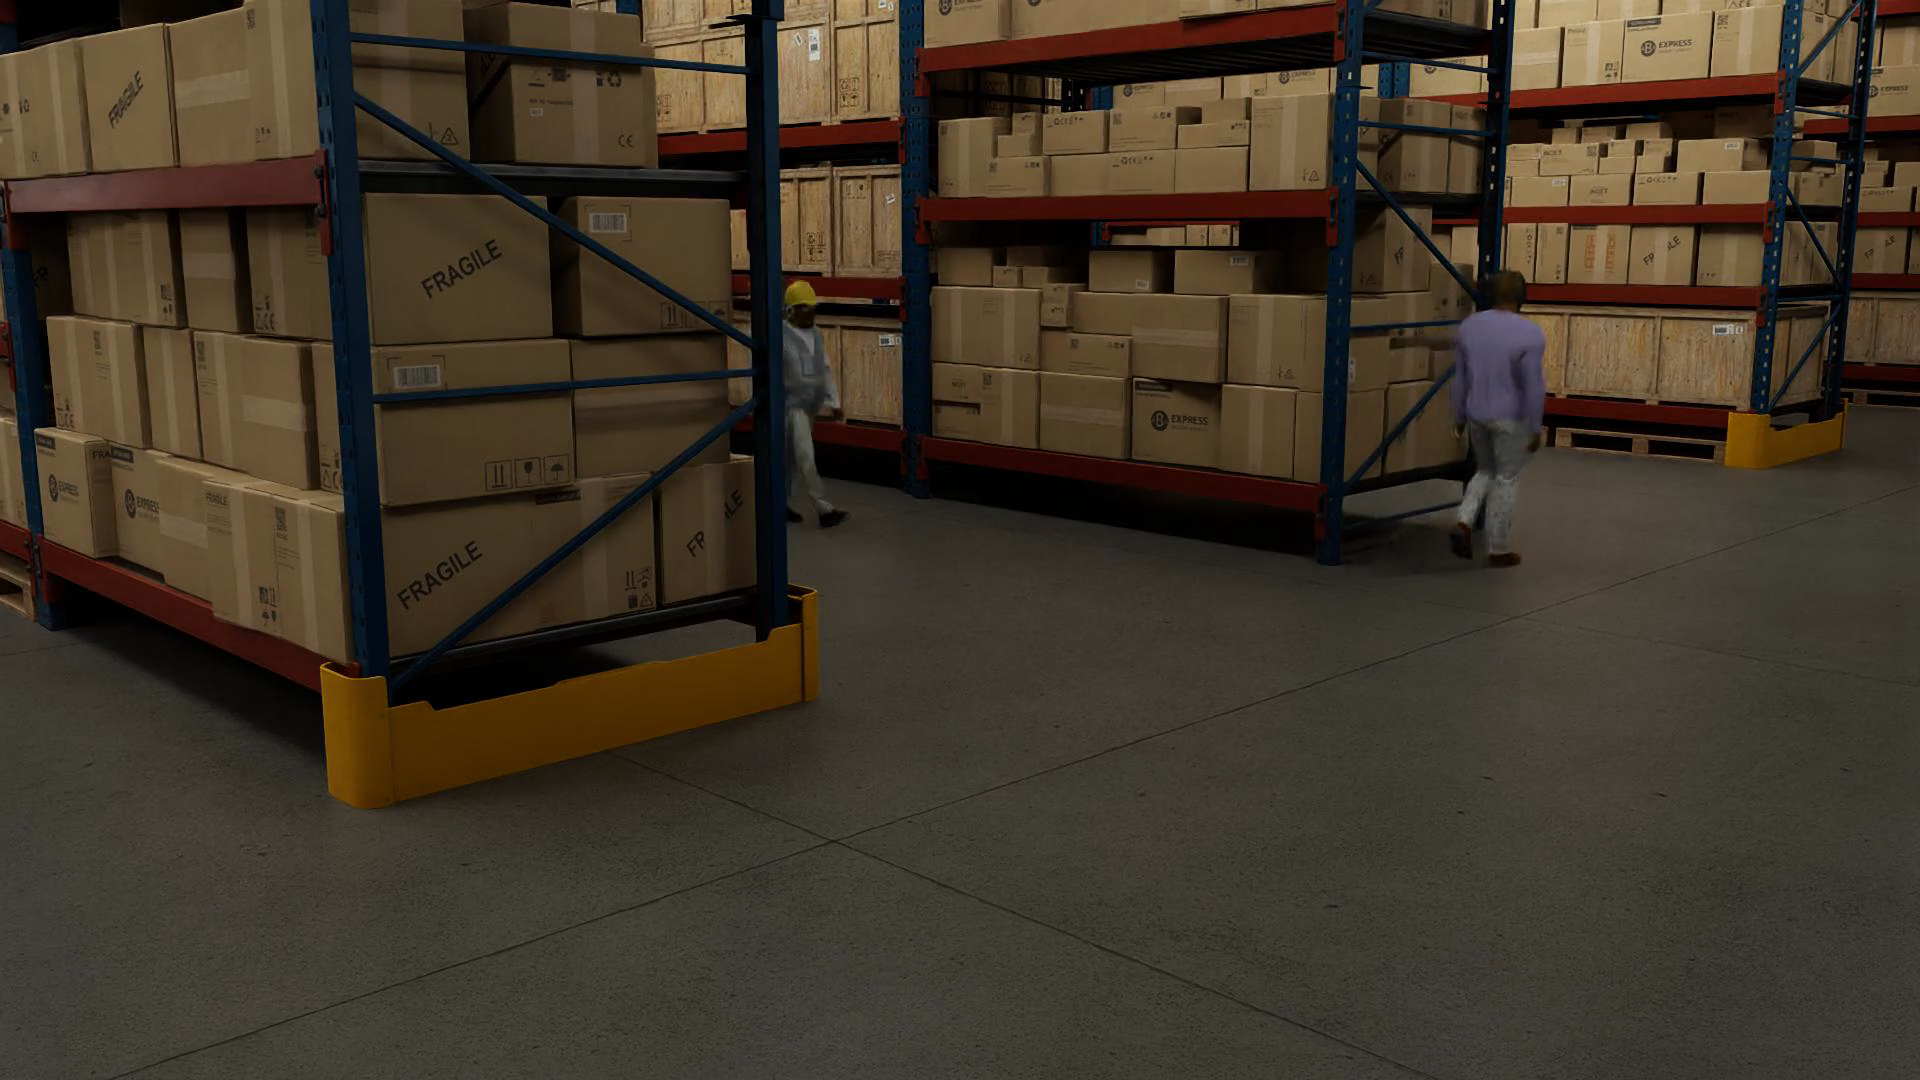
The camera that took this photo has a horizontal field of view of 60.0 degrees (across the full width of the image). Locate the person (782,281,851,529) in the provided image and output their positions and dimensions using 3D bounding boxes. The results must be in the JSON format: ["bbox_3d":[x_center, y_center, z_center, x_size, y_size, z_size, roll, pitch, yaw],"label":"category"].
[{"bbox_3d":[-1.092,-0.982,12.159,0.893,1.786,0.605,6,12,31],"label":"person"}]

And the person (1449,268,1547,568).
[{"bbox_3d":[3.441,-0.765,10.642,0.476,1.923,0.654,-8,13,-39],"label":"person"}]
